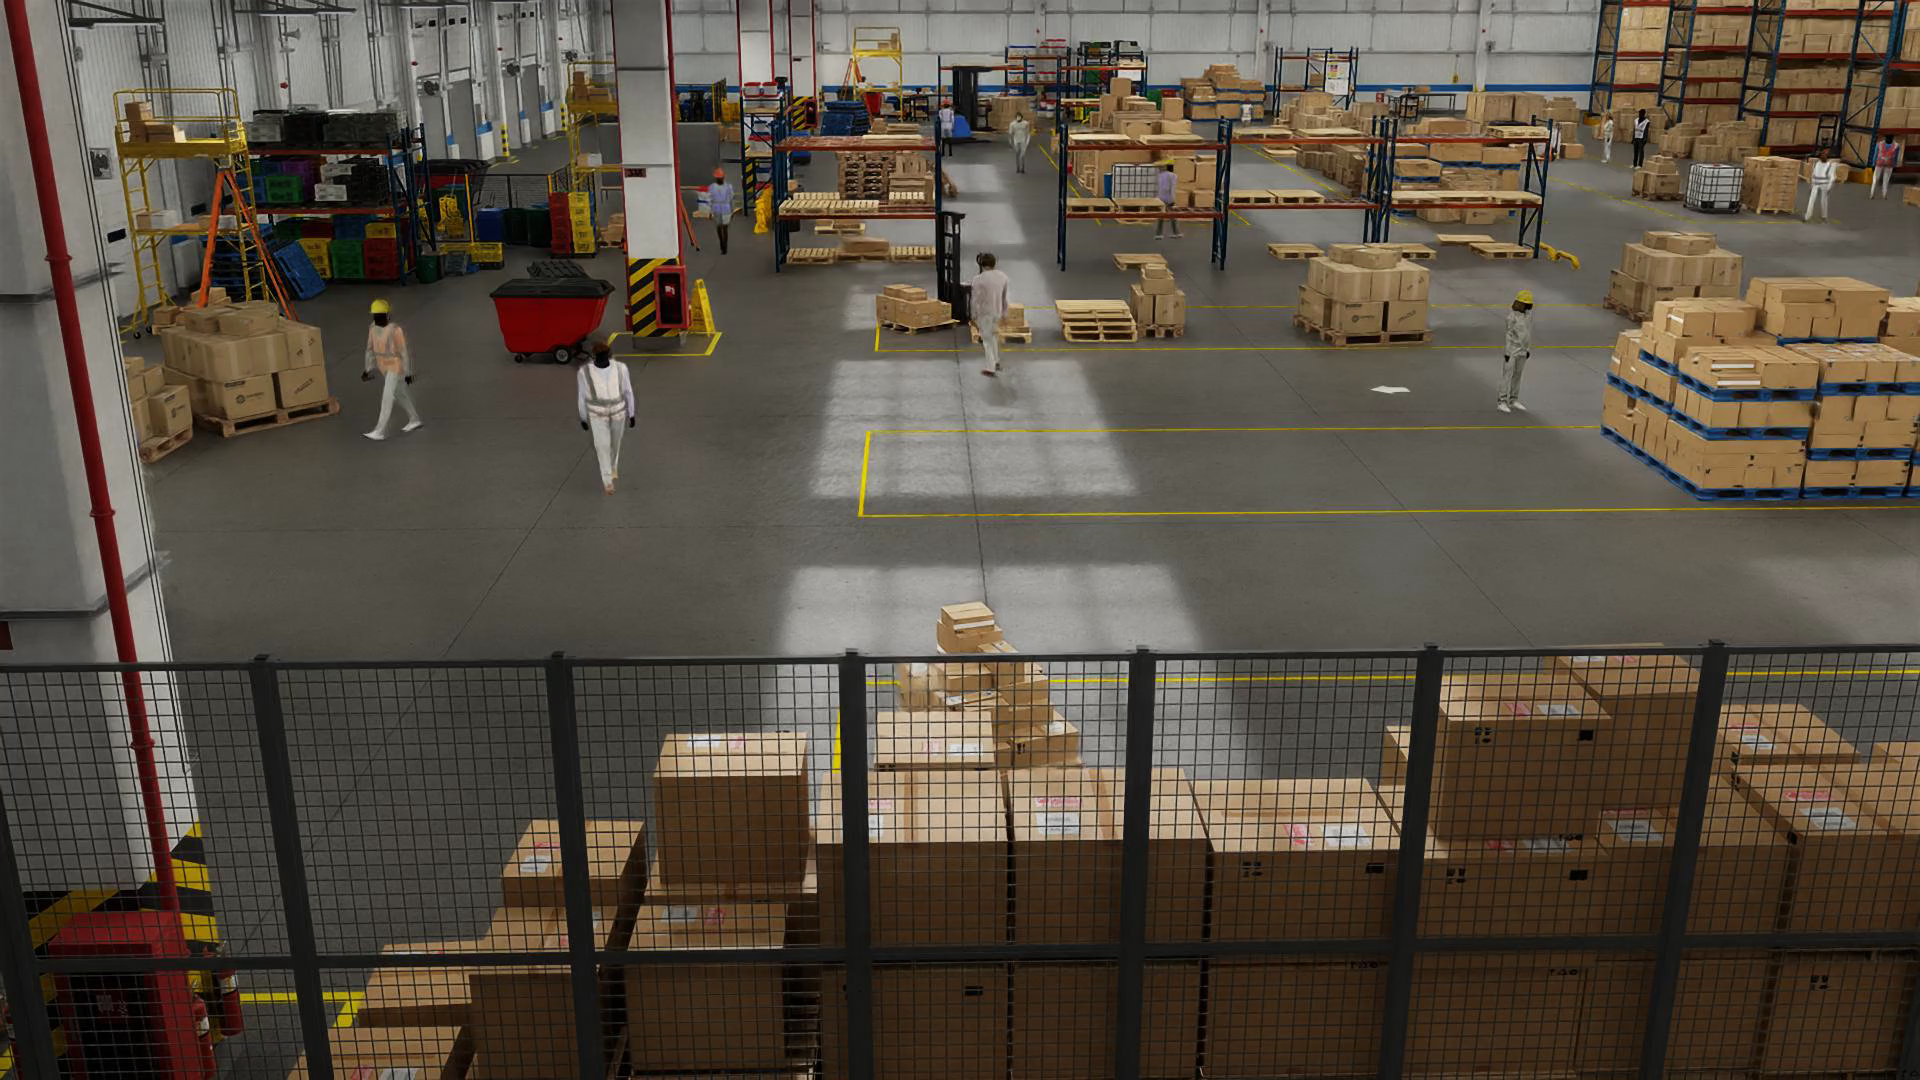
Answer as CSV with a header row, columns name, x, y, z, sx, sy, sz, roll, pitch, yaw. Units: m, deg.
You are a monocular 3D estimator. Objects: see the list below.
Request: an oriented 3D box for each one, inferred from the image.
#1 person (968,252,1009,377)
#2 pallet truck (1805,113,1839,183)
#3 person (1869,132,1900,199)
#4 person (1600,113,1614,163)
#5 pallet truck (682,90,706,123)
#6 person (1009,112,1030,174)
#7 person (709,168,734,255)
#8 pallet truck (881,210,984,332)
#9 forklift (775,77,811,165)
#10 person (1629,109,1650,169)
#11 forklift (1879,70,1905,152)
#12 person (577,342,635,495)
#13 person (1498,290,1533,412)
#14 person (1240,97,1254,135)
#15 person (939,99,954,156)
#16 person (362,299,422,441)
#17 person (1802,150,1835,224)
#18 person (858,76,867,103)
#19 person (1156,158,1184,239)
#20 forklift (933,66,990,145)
name,x,y,z,sx,sy,sz,roll,pitch,yaw
person,0.422,-3.476,25.668,0.633,1.921,0.530,-15,24,-38
pallet truck,26.403,-11.957,50.702,0.823,1.965,1.885,6,19,16
person,25.859,-10.462,46.508,0.621,1.845,0.430,9,20,24
person,21.771,-13.516,55.898,0.314,1.629,0.509,1,19,3
pallet truck,-9.671,-15.907,62.421,0.823,1.965,1.885,5,19,15
person,1.872,-12.580,52.684,0.655,1.918,0.738,2,19,6
person,-5.354,-7.424,37.401,0.548,1.911,0.877,0,19,0
pallet truck,-0.493,-4.759,29.349,1.885,1.965,0.823,-13,23,-34
forklift,-5.920,-13.893,55.085,1.873,2.768,1.129,-1,19,-1
person,22.085,-13.019,53.992,0.398,1.911,0.588,-8,20,-22
forklift,32.946,-15.383,59.505,1.873,2.768,1.129,8,20,22
person,-4.263,-1.519,20.042,0.629,1.807,0.911,-8,20,-22
person,7.916,-2.681,23.591,0.485,1.737,0.320,-12,22,-32
person,10.917,-16.028,63.361,0.520,1.627,0.378,8,20,23
person,-0.473,-14.354,57.907,0.551,1.936,0.356,-1,19,-4
person,-7.645,-2.291,22.223,0.594,1.873,1.029,13,23,34
person,21.691,-8.892,41.884,1.021,1.832,0.591,-16,24,-39
person,-4.213,-19.090,71.978,0.372,1.932,0.623,1,19,2
person,4.979,-8.087,39.395,0.882,1.887,0.597,-15,24,-38
forklift,0.030,-16.139,61.749,1.873,2.768,1.129,-10,21,-28
